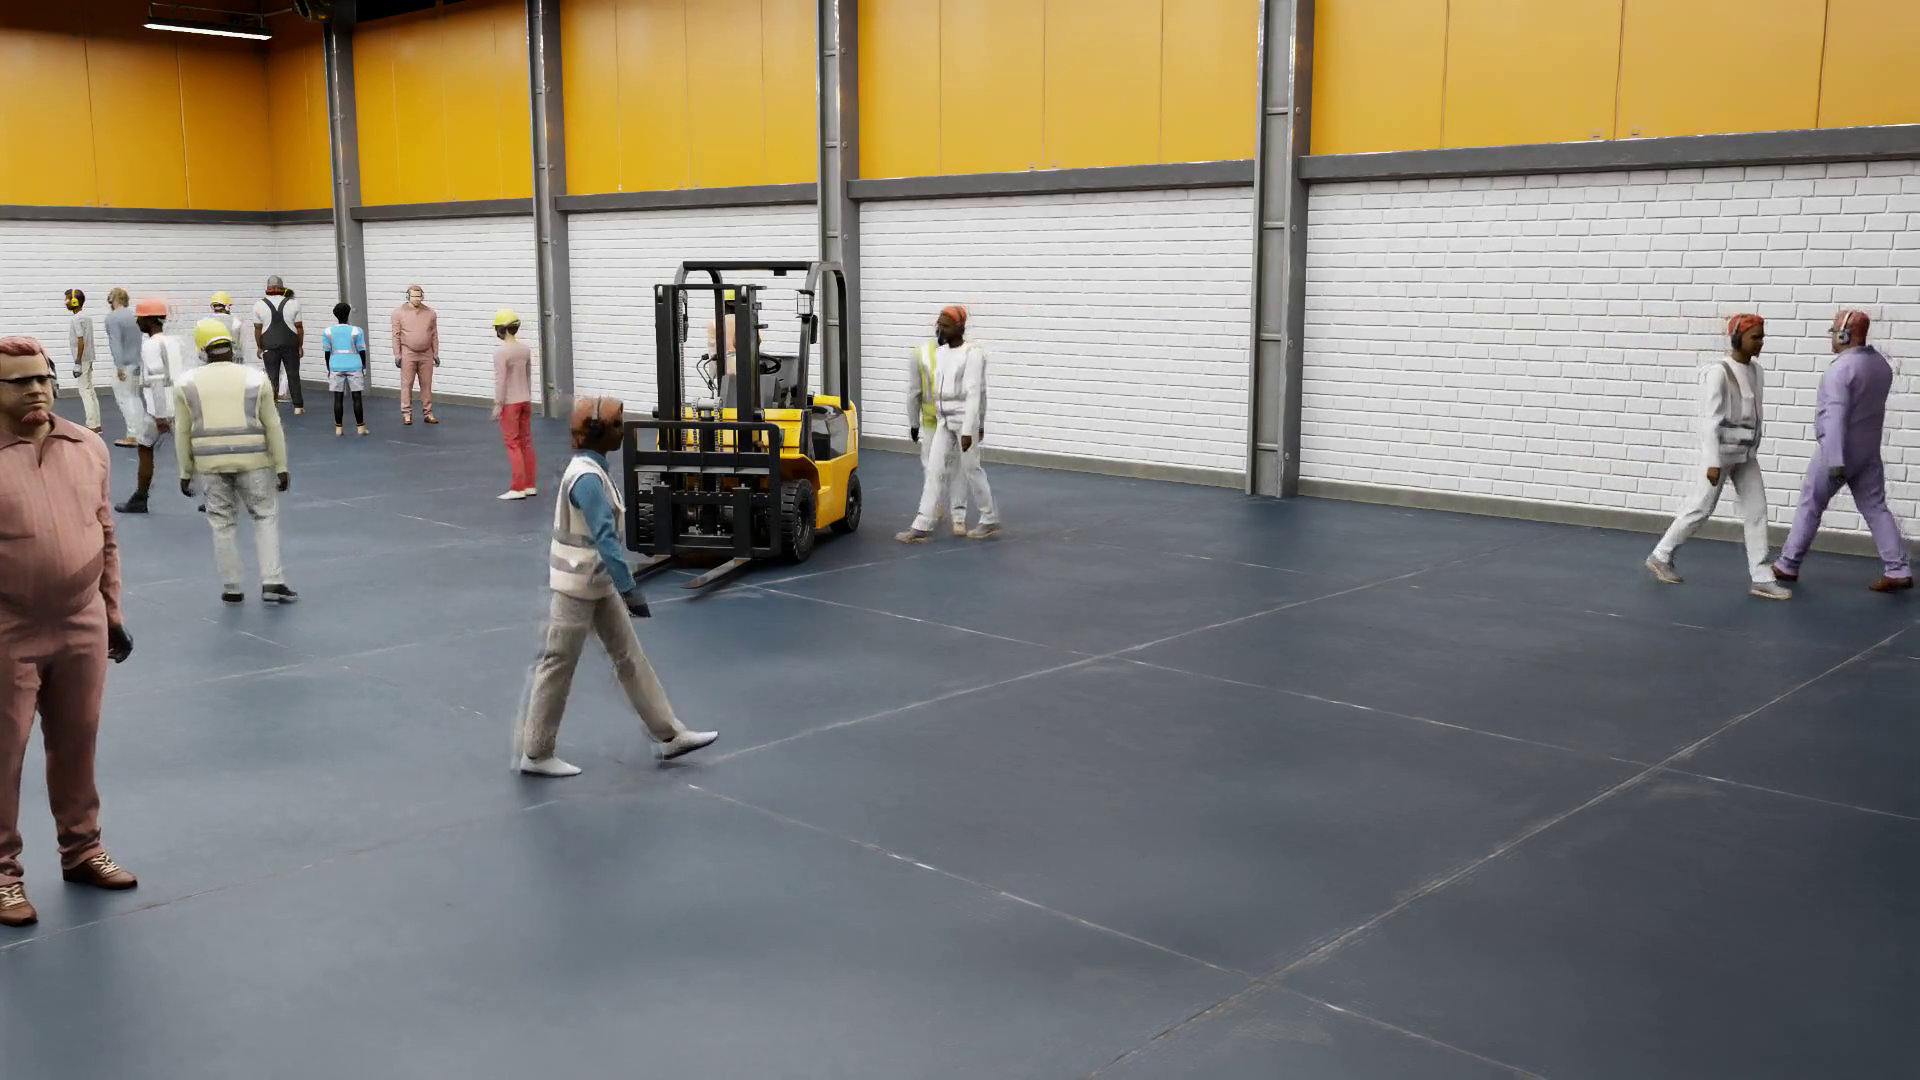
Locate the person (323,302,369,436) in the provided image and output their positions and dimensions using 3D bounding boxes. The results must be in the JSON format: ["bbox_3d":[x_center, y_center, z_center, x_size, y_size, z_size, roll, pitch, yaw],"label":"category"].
[{"bbox_3d":[-7.787,-2.159,21.100,0.532,1.698,0.319,-1,9,-9],"label":"person"}]

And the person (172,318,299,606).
[{"bbox_3d":[-4.557,-0.471,10.443,0.660,1.809,0.483,-3,10,-20],"label":"person"}]

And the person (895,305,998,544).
[{"bbox_3d":[-0.052,-0.890,12.900,0.892,1.840,0.589,-7,12,-38],"label":"person"}]

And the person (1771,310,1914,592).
[{"bbox_3d":[5.897,-0.590,11.015,0.648,1.859,1.005,-5,11,-29],"label":"person"}]

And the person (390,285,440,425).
[{"bbox_3d":[-7.421,-2.526,22.730,0.639,1.904,0.409,-7,12,-36],"label":"person"}]

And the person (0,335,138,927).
[{"bbox_3d":[-3.033,0.284,5.485,0.400,1.907,0.644,5,11,30],"label":"person"}]

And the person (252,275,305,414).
[{"bbox_3d":[-9.933,-2.850,24.284,0.675,2.000,0.536,-3,10,-20],"label":"person"}]

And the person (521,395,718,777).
[{"bbox_3d":[-1.449,0.204,6.924,0.867,1.593,0.522,-1,9,-4],"label":"person"}]

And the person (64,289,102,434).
[{"bbox_3d":[-11.198,-2.259,21.195,0.313,1.866,0.538,-2,9,-12],"label":"person"}]

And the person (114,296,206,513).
[{"bbox_3d":[-6.847,-1.164,14.411,0.985,1.901,0.564,0,9,0],"label":"person"}]

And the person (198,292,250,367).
[{"bbox_3d":[-9.399,-2.251,21.272,0.592,1.825,0.404,-3,10,-19],"label":"person"}]

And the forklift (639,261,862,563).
[{"bbox_3d":[-1.552,-1.040,12.721,1.214,2.155,2.313,2,9,11],"label":"forklift"}]

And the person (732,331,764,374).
[{"bbox_3d":[-1.935,-1.183,15.312,0.275,1.631,0.507,5,11,28],"label":"person"}]

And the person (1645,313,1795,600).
[{"bbox_3d":[5.008,-0.568,10.926,0.591,1.845,0.969,-6,11,-33],"label":"person"}]

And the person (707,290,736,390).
[{"bbox_3d":[-2.574,-1.889,18.738,0.594,1.926,0.367,-6,11,-31],"label":"person"}]

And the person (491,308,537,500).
[{"bbox_3d":[-4.142,-1.253,15.343,0.330,1.765,0.533,3,10,18],"label":"person"}]

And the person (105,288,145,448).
[{"bbox_3d":[-9.969,-2.061,19.907,0.474,1.894,0.735,0,9,1],"label":"person"}]

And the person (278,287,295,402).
[{"bbox_3d":[-10.811,-3.110,26.558,0.656,1.831,0.332,8,12,41],"label":"person"}]

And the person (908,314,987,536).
[{"bbox_3d":[-0.099,-0.969,13.459,0.637,1.817,0.754,0,9,-2],"label":"person"}]
